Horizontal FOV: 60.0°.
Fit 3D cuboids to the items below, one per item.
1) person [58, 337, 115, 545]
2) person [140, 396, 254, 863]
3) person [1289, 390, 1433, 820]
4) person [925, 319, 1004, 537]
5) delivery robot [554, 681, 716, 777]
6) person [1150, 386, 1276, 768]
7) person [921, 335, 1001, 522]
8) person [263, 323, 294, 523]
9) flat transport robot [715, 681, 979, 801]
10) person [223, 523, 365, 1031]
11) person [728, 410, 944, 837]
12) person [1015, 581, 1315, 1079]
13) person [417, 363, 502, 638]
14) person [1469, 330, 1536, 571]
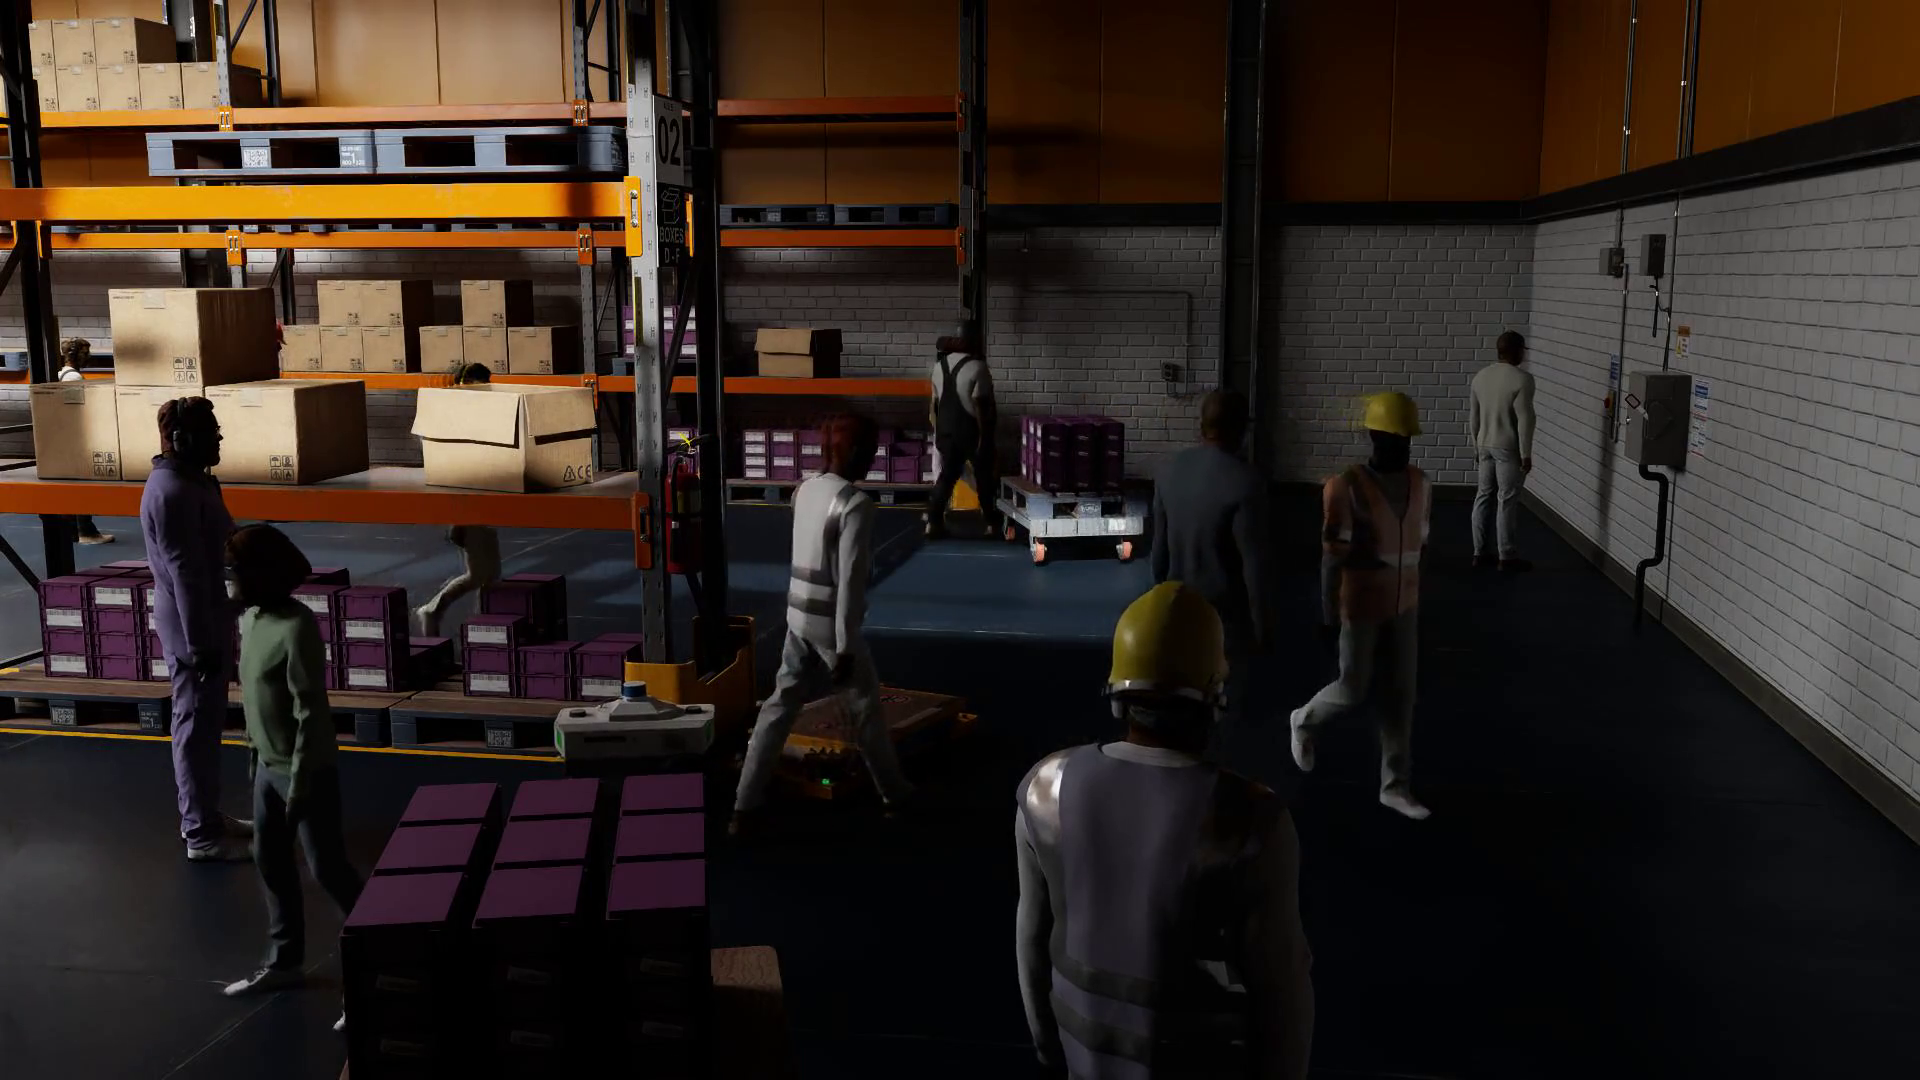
[{"bbox_3d":[-7.805,-0.875,14.736,0.507,1.840,0.343,9,12,43],"label":"person"},{"bbox_3d":[-3.110,0.363,6.847,0.409,1.909,0.642,-5,10,-26],"label":"person"},{"bbox_3d":[1.838,0.261,7.525,0.591,1.901,0.776,-4,10,-24],"label":"person"},{"bbox_3d":[0.049,-1.036,15.111,0.690,2.000,0.926,9,13,44],"label":"person"},{"bbox_3d":[-1.465,0.881,7.524,0.707,0.478,0.477,-1,9,-6],"label":"delivery robot"},{"bbox_3d":[1.116,0.290,7.242,0.454,1.921,0.651,-6,11,-31],"label":"person"},{"bbox_3d":[-0.008,-1.054,15.954,0.688,1.812,0.636,5,10,26],"label":"person"},{"bbox_3d":[-6.642,-1.128,16.037,0.379,1.927,0.542,-5,10,-27],"label":"person"},{"bbox_3d":[-0.519,0.959,8.209,0.652,0.197,1.431,5,10,28],"label":"flat transport robot"},{"bbox_3d":[-2.161,0.748,5.389,0.360,1.626,0.550,-9,13,-44],"label":"person"},{"bbox_3d":[-0.570,0.364,7.099,1.024,1.834,0.640,-7,11,-37],"label":"person"},{"bbox_3d":[0.398,0.987,3.191,0.599,1.836,0.404,6,11,33],"label":"person"},{"bbox_3d":[-3.049,-0.171,10.315,0.610,1.859,0.530,3,10,16],"label":"person"},{"bbox_3d":[4.396,-0.724,13.492,0.376,1.940,0.629,-5,10,-27],"label":"person"}]
